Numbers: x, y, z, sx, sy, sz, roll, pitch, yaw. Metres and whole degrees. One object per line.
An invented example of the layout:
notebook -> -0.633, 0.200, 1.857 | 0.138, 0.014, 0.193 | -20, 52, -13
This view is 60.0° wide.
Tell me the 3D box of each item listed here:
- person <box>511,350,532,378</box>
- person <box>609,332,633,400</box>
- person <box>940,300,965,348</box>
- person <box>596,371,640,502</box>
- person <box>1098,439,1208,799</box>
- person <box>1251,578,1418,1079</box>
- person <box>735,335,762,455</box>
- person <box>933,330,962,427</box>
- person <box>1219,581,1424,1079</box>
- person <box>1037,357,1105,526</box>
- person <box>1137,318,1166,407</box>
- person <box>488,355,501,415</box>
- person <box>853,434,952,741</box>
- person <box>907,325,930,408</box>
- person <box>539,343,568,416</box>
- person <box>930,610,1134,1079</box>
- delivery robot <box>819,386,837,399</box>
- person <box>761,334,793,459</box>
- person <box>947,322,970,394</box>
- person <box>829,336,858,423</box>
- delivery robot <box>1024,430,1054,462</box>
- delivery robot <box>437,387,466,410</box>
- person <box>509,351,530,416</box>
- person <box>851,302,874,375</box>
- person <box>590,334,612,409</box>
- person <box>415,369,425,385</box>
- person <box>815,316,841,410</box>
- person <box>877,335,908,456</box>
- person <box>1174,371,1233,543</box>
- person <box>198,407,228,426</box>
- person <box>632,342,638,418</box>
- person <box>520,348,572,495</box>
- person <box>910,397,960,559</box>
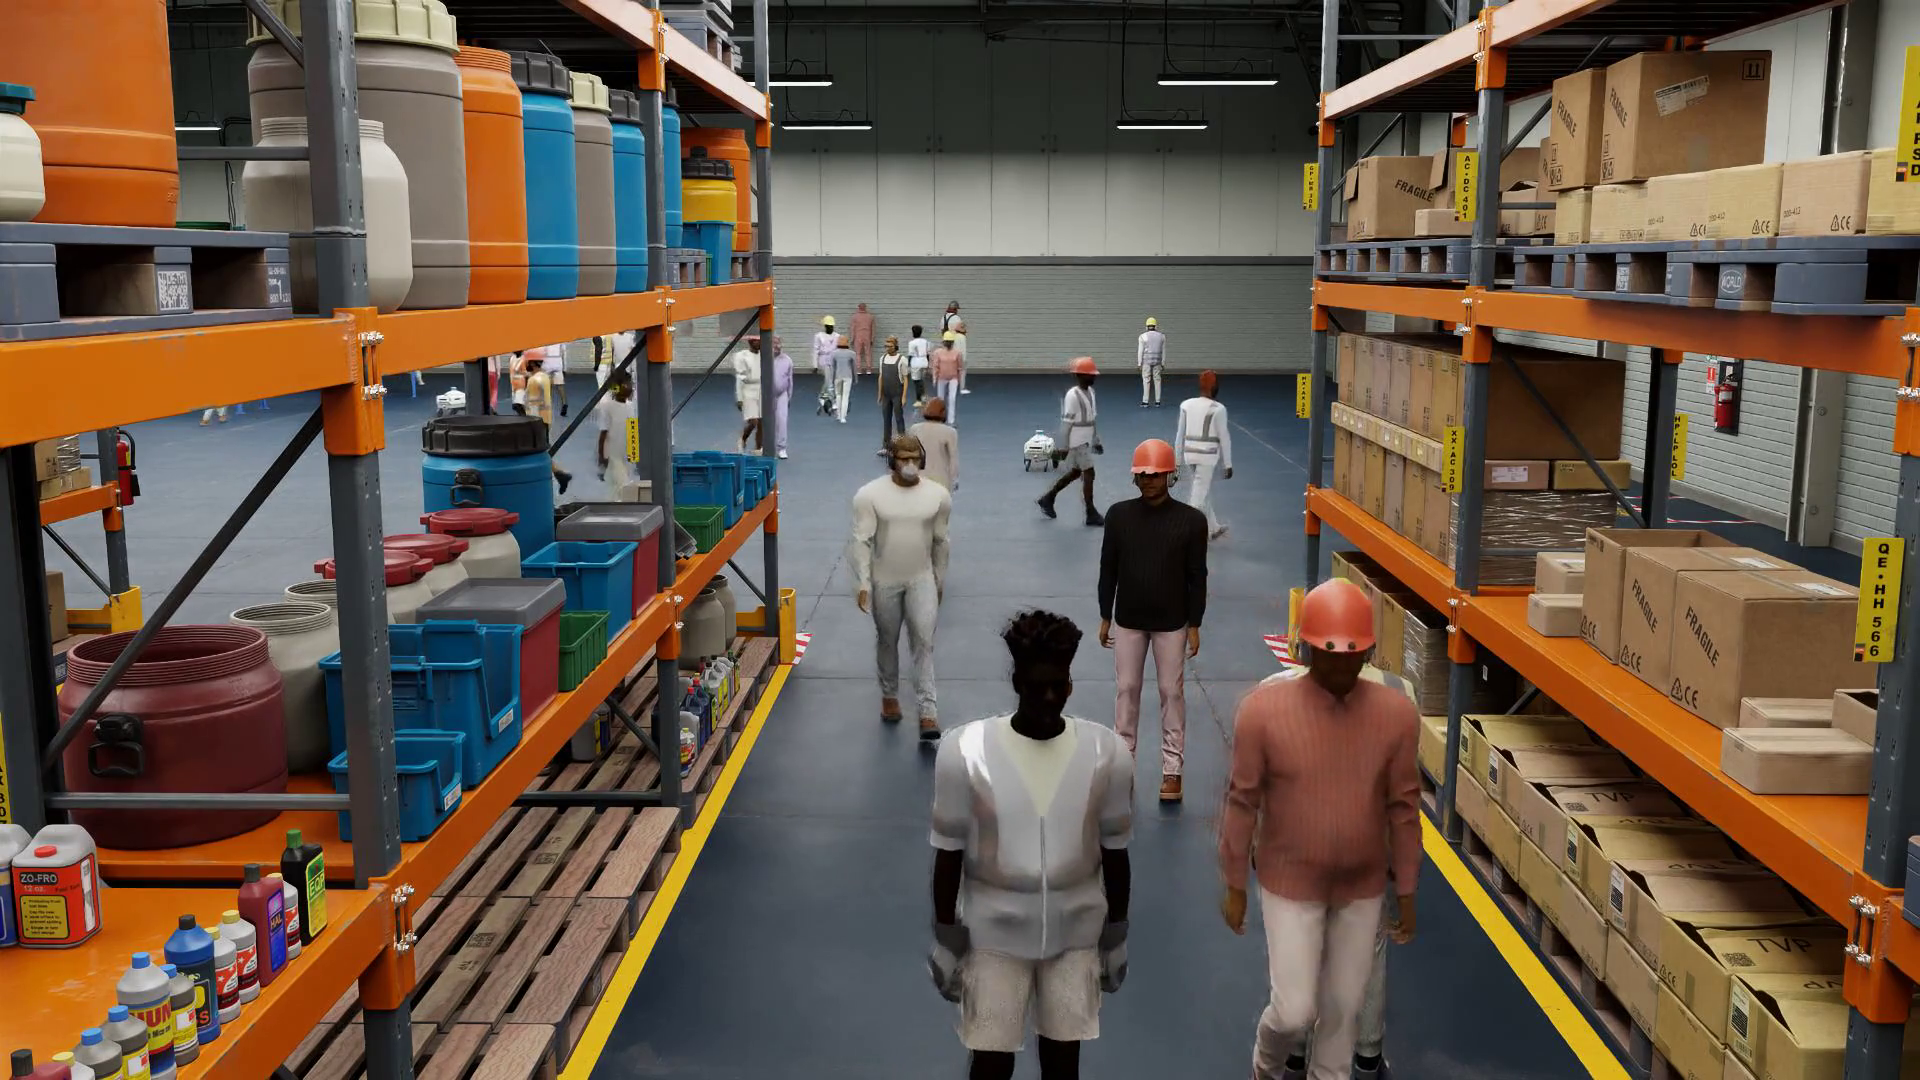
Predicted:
person -> -9.623, -4.114, 36.687 | 0.642, 1.909, 0.399 | -8, 12, -40
person -> -6.860, -3.601, 33.821 | 0.523, 1.839, 0.809 | -3, 10, -16
person -> -0.138, -4.818, 40.635 | 0.538, 2.000, 0.688 | -7, 12, -38
person -> -3.400, -0.805, 17.055 | 0.858, 1.845, 0.552 | 5, 11, 27
person -> 1.054, 0.433, 9.189 | 0.611, 1.995, 0.375 | 3, 10, 20
person -> 1.334, 1.045, 6.006 | 0.591, 1.833, 0.404 | 1, 10, 5
person -> -3.012, -2.108, 24.317 | 0.491, 2.024, 0.628 | 9, 13, 44
person -> -0.220, -2.891, 29.837 | 0.532, 1.745, 0.723 | 0, 9, -2
person -> 1.156, 1.085, 5.329 | 0.633, 1.975, 0.493 | -1, 10, -8
person -> 1.283, -1.139, 18.902 | 0.917, 1.907, 0.540 | 4, 10, 24
person -> 3.912, -3.635, 34.059 | 0.600, 1.823, 0.403 | -2, 10, -14
person -> -9.044, -3.212, 31.777 | 0.537, 1.741, 0.604 | -2, 10, -12
person -> -0.351, 0.282, 10.443 | 0.639, 1.886, 1.033 | -1, 10, -8
person -> -0.867, -3.549, 33.945 | 0.554, 1.680, 0.399 | -9, 13, -42
person -> -7.809, -3.329, 32.020 | 0.555, 1.910, 0.867 | -6, 11, -31
person -> 0.216, 1.152, 4.987 | 0.626, 1.954, 0.528 | -1, 10, -8
delivery robot -> -2.515, -2.905, 32.556 | 0.335, 0.223, 0.698 | 4, 10, 22
person -> -2.862, -2.202, 25.339 | 0.644, 1.874, 0.857 | -2, 10, -15
person -> -0.043, -4.109, 37.503 | 0.489, 1.620, 0.509 | -5, 11, -30
person -> -2.140, -2.980, 30.798 | 0.518, 1.591, 0.821 | 0, 9, 3
delivery robot -> 1.141, -1.332, 23.911 | 0.477, 0.478, 0.707 | 2, 10, 11
delivery robot -> -9.795, -2.718, 32.213 | 0.477, 0.478, 0.707 | 4, 10, 20
person -> -7.383, -2.578, 28.144 | 0.568, 1.679, 0.540 | -8, 12, -40
person -> -2.579, -5.303, 43.813 | 0.647, 1.906, 0.404 | -4, 10, -22
person -> -7.274, -3.585, 33.716 | 0.429, 1.843, 0.627 | 2, 10, 12
person -> -13.120, -4.567, 40.239 | 0.486, 1.631, 0.516 | 7, 12, 36
person -> -2.691, -3.616, 33.788 | 0.595, 1.890, 0.963 | -6, 11, -34
person -> -1.038, -2.204, 25.444 | 0.520, 1.841, 0.346 | 5, 11, 29
person -> 2.579, -0.813, 17.108 | 0.958, 1.839, 0.591 | -8, 12, -39
person -> -13.758, -3.070, 30.489 | 0.638, 1.904, 0.957 | 1, 10, 7
person -> -5.073, -2.417, 26.690 | 1.004, 1.847, 0.667 | 4, 10, 25
person -> -5.222, -1.459, 20.768 | 0.652, 1.922, 0.547 | 1, 9, 3
person -> -0.253, -0.621, 16.618 | 0.534, 1.616, 0.362 | 3, 10, 18
